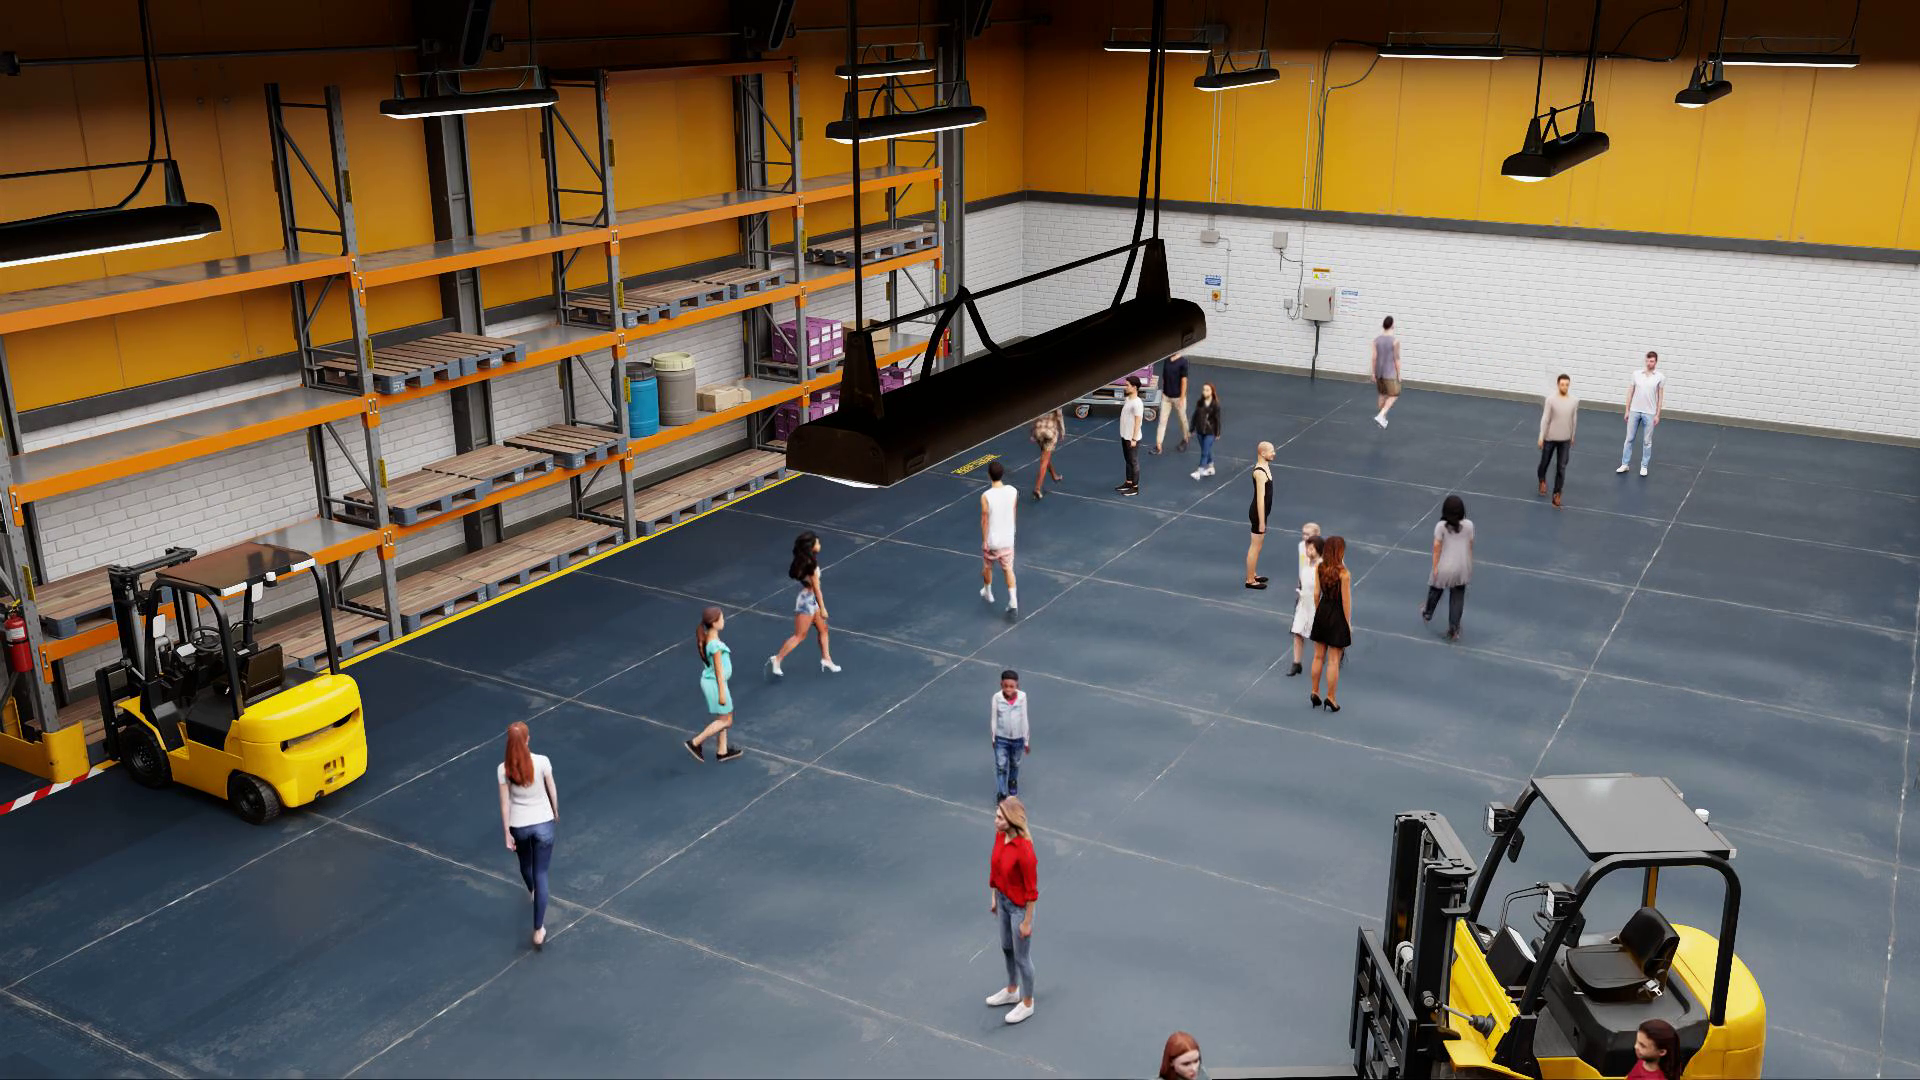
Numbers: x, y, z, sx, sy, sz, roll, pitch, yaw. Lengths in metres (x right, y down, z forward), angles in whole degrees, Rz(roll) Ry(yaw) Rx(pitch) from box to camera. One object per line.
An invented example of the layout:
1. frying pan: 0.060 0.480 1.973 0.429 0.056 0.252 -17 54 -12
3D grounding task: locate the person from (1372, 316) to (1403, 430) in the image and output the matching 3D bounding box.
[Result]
1. person: 6.792 -2.645 26.517 0.788 1.833 0.976 16 25 40

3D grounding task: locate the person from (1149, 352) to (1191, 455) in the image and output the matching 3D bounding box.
1. person: 3.370 -2.217 25.711 0.824 1.808 1.206 16 24 40

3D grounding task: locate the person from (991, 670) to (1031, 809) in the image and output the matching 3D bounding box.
1. person: 0.455 1.728 14.893 0.729 1.236 0.873 0 19 -1

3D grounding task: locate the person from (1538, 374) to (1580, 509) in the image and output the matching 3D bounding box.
1. person: 8.345 -1.423 23.316 1.010 1.830 1.300 2 19 6

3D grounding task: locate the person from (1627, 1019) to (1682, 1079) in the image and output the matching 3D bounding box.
1. person: 3.959 3.413 9.448 0.909 1.516 0.972 0 19 -1

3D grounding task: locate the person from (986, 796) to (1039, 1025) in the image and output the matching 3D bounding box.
1. person: 0.385 2.573 11.650 0.681 1.702 0.694 -11 21 -29

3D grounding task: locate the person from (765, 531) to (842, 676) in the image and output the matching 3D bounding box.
1. person: -1.650 0.718 17.333 1.021 1.592 1.020 -3 19 -9

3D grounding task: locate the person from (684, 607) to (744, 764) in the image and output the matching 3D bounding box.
1. person: -2.329 1.373 15.450 0.903 1.551 0.804 -8 20 -23

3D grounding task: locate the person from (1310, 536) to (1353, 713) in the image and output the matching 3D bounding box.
1. person: 3.694 0.835 16.603 0.614 1.835 0.638 -17 25 -41

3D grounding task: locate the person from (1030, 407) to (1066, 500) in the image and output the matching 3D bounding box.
1. person: 1.183 -1.407 23.403 0.611 1.745 1.079 11 22 30

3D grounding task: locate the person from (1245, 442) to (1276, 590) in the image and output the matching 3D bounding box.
1. person: 3.602 -0.314 20.049 0.765 1.815 0.566 4 19 11

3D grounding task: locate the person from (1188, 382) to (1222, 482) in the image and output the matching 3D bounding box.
1. person: 3.657 -1.601 24.453 0.721 1.442 1.002 18 25 42

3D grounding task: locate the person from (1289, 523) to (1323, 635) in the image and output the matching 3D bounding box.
1. person: 3.977 0.419 18.737 0.586 1.262 0.879 17 25 40

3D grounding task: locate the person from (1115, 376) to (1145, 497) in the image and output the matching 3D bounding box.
1. person: 2.451 -1.508 23.738 0.756 1.722 0.693 -5 19 -13

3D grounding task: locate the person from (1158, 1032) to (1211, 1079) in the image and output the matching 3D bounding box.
1. person: 1.153 3.415 9.126 1.089 1.719 0.965 -11 22 -30

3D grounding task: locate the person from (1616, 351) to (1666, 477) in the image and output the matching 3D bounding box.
1. person: 10.136 -1.895 24.678 0.646 1.855 0.536 11 22 30

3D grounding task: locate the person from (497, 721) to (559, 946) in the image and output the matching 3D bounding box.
1. person: -3.253 2.252 12.632 1.037 1.686 1.159 -3 19 -10

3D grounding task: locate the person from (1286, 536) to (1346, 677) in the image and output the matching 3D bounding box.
1. person: 3.785 0.697 17.493 1.070 1.529 0.860 -11 22 -30

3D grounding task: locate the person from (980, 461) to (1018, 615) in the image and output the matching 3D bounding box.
1. person: 0.489 0.001 19.197 1.121 1.762 1.153 -6 19 -16

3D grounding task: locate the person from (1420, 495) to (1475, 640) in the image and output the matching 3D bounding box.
1. person: 5.499 0.327 18.535 0.931 1.566 1.103 0 19 0
